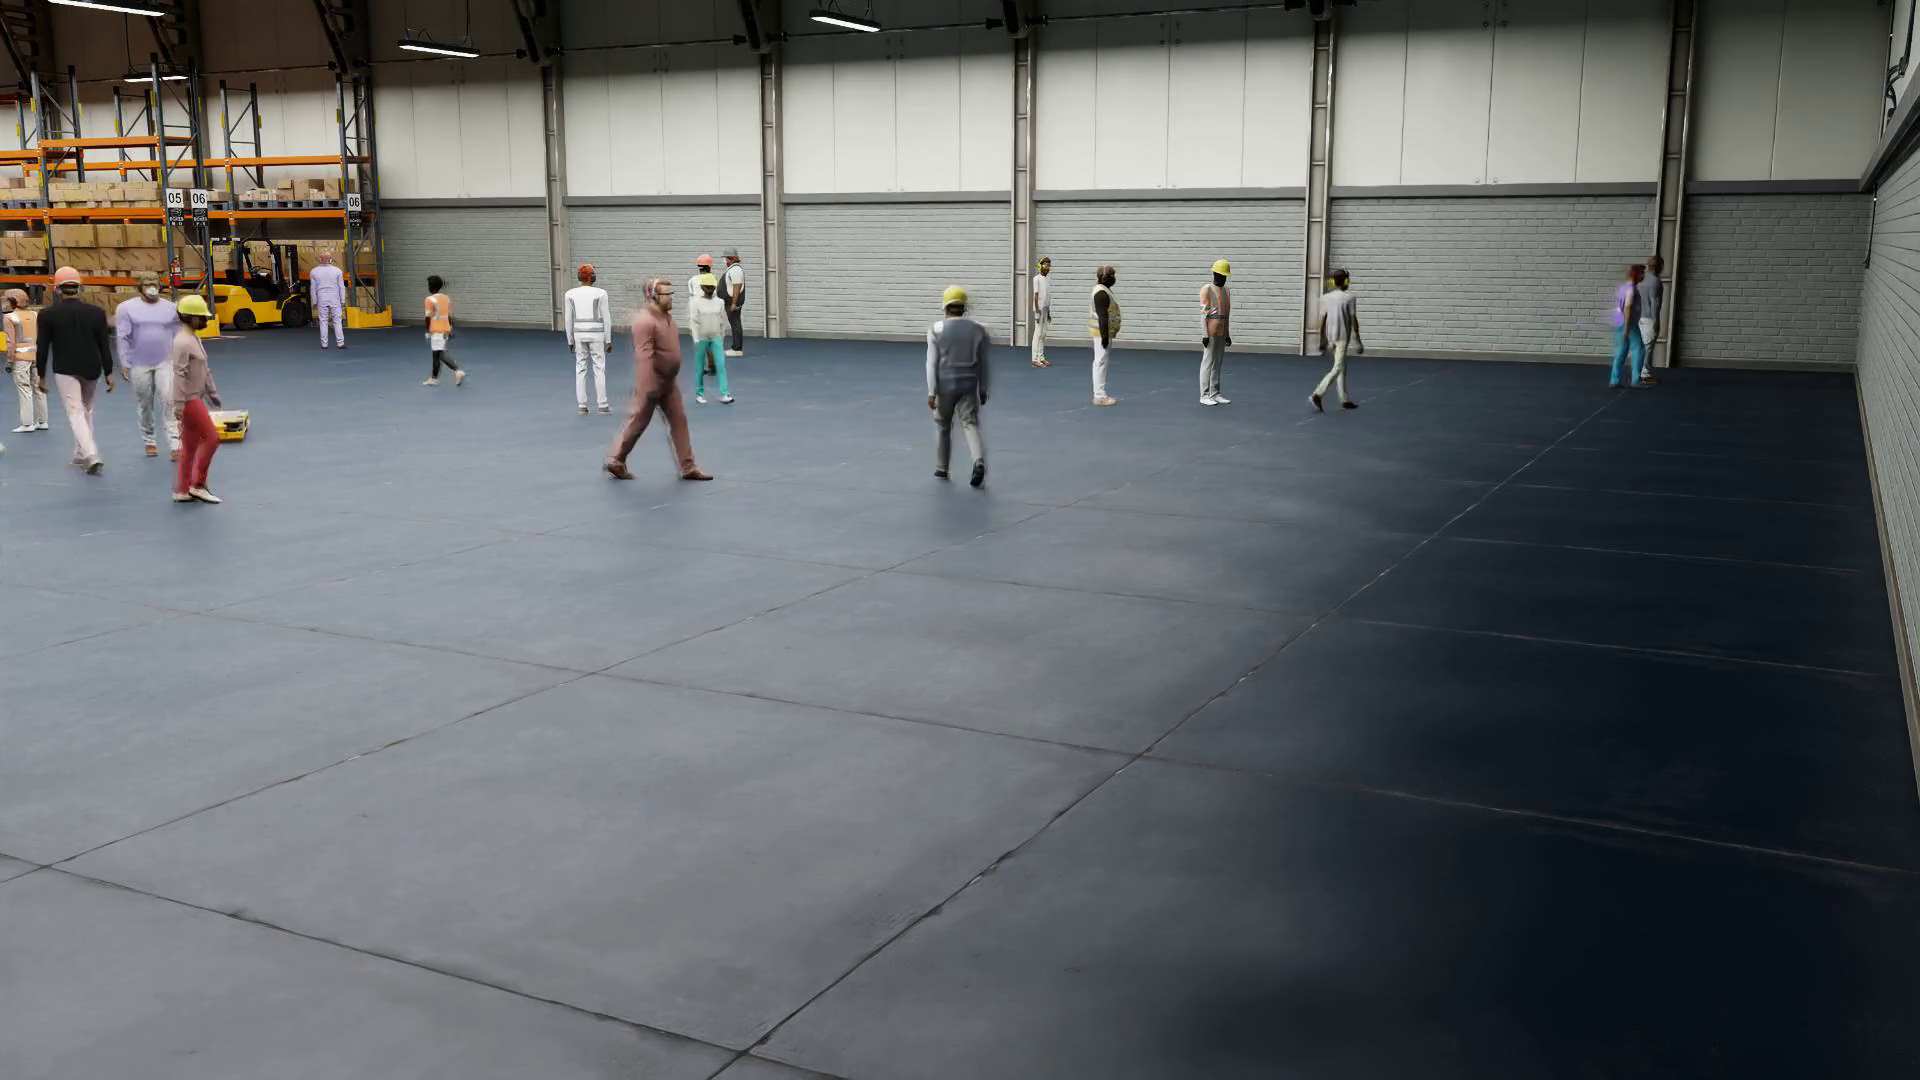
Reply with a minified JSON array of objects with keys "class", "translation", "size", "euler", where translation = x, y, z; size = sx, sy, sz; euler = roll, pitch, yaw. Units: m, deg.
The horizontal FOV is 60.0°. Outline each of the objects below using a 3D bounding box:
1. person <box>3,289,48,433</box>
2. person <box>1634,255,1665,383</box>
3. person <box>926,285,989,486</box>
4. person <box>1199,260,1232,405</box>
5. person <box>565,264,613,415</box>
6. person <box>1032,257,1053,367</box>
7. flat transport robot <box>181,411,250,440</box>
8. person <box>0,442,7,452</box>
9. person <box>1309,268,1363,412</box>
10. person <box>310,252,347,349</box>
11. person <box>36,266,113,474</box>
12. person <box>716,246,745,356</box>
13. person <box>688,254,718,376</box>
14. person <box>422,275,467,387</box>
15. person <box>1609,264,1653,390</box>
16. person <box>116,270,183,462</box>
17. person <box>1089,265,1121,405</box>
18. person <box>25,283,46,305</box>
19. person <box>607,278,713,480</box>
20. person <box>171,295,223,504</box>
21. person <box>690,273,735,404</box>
[{"class":"person","translation":[-10.676,-2.045,18.991],"size":[0.308,1.641,0.510],"euler":[2,11,11]},{"class":"person","translation":[10.505,-3.354,25.313],"size":[0.357,1.938,0.638],"euler":[1,10,4]},{"class":"person","translation":[-0.007,-1.393,15.004],"size":[0.602,1.806,0.838],"euler":[-4,11,-19]},{"class":"person","translation":[3.415,-2.755,22.103],"size":[0.381,1.917,0.586],"euler":[9,14,42]},{"class":"person","translation":[-4.636,-2.500,20.814],"size":[0.573,1.880,0.357],"euler":[1,10,8]},{"class":"person","translation":[1.427,-3.900,28.501],"size":[0.335,1.864,0.521],"euler":[6,12,28]},{"class":"flat transport robot","translation":[-8.359,-1.297,18.646],"size":[0.652,0.197,1.431],"euler":[-4,11,-20]},{"class":"person","translation":[-10.167,-1.766,17.012],"size":[0.636,1.815,0.661],"euler":[6,12,28]},{"class":"person","translation":[4.818,-2.554,21.285],"size":[0.935,1.830,0.533],"euler":[-7,13,-34]},{"class":"person","translation":[-12.469,-4.726,32.875],"size":[0.639,1.911,0.406],"euler":[-2,11,-9]},{"class":"person","translation":[-8.366,-1.606,15.757],"size":[0.643,1.951,0.996],"euler":[-10,15,-44]},{"class":"person","translation":[-4.281,-4.456,31.042],"size":[0.536,2.000,0.688],"euler":[-2,11,-9]},{"class":"person","translation":[-4.083,-3.606,26.691],"size":[0.542,1.938,0.358],"euler":[6,12,30]},{"class":"person","translation":[-7.650,-3.083,24.590],"size":[0.799,1.668,0.537],"euler":[3,11,17]},{"class":"person","translation":[9.867,-3.096,24.238],"size":[0.708,1.822,0.568],"euler":[3,11,14]},{"class":"person","translation":[-8.078,-1.748,16.673],"size":[0.636,1.903,0.882],"euler":[-6,12,-29]},{"class":"person","translation":[1.926,-2.718,22.136],"size":[0.429,1.842,0.643],"euler":[0,10,2]},{"class":"person","translation":[-24.776,-6.873,44.564],"size":[0.397,1.919,0.580],"euler":[5,11,23]},{"class":"person","translation":[-2.817,-1.458,15.211],"size":[0.988,1.862,0.660],"euler":[3,11,17]},{"class":"person","translation":[-6.374,-1.167,13.902],"size":[0.513,1.747,0.542],"euler":[-3,11,-16]},{"class":"person","translation":[-3.310,-2.652,22.056],"size":[0.539,1.734,0.850],"euler":[-6,12,-30]}]
